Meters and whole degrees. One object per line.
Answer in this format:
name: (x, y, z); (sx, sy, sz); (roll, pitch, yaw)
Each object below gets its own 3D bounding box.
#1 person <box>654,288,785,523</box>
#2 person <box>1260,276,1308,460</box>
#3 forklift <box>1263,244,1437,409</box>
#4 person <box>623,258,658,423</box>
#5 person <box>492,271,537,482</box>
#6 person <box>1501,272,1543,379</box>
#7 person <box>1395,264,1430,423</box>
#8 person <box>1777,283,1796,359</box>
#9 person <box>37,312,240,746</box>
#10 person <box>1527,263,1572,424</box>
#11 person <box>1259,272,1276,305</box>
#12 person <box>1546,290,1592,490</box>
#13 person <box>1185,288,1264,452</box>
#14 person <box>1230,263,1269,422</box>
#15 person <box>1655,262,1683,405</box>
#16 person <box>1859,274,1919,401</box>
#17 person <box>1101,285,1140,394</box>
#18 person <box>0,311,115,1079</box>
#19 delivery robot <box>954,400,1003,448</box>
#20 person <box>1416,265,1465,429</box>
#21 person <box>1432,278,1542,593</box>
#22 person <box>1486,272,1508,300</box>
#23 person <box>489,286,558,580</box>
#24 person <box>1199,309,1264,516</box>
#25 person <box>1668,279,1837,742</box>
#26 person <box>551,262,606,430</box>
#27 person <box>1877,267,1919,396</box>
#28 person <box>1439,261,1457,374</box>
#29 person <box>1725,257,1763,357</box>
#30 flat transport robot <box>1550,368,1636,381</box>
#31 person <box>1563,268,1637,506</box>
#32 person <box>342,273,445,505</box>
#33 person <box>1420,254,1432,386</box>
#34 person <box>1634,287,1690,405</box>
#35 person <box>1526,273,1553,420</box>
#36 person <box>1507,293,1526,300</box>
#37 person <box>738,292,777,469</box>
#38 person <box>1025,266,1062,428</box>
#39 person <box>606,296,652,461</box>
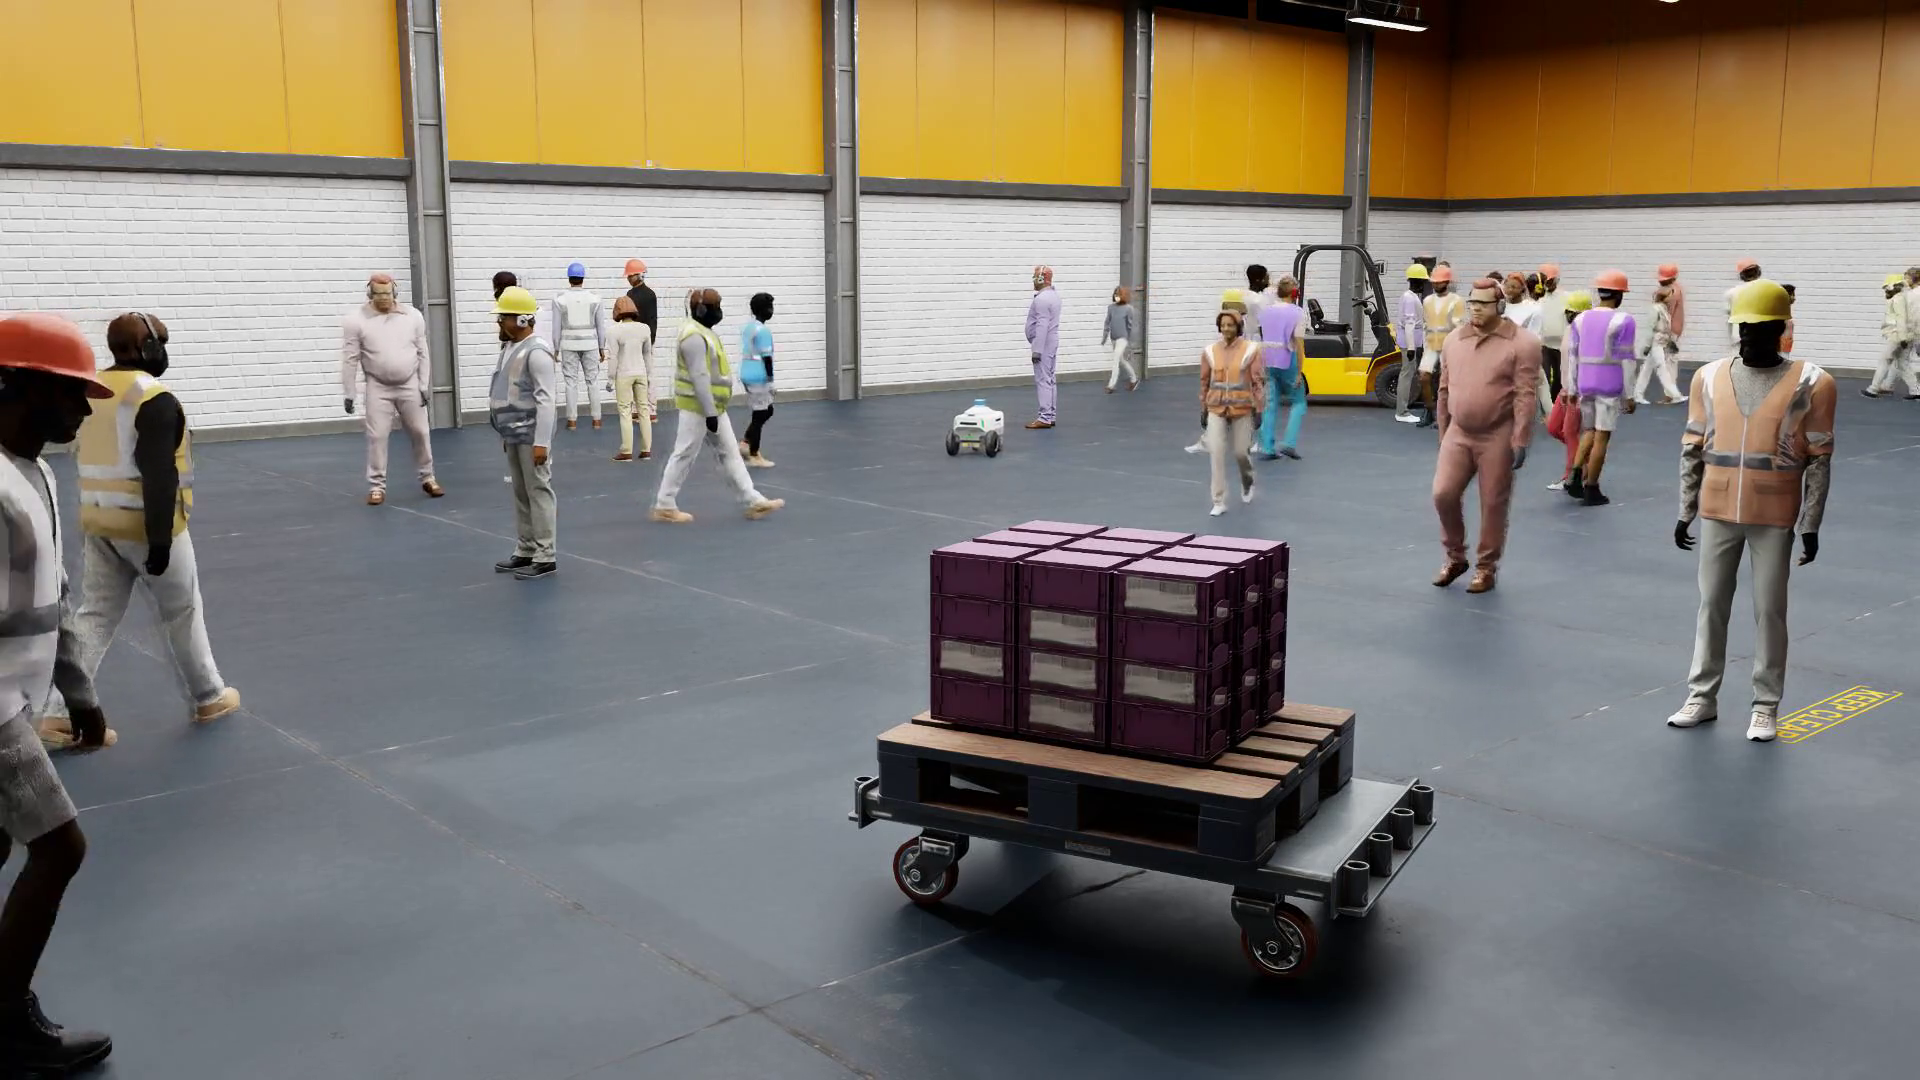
person: (-1.877, -1.008, 12.607); (1.000, 1.782, 0.632); (1, 10, 5)
person: (3.220, -1.691, 16.476); (0.529, 1.827, 0.576); (-9, 13, -44)
forklift: (5.256, -2.933, 22.661); (2.313, 2.155, 1.214); (3, 10, 16)
person: (-3.903, -2.414, 20.215); (0.380, 1.993, 0.610); (-9, 13, -43)
person: (-3.934, -1.446, 14.823); (0.441, 1.893, 0.622); (1, 10, 8)
person: (5.768, -1.846, 17.278); (0.582, 1.869, 0.561); (8, 12, 38)
person: (5.520, -2.396, 20.297); (0.377, 1.925, 0.594); (3, 10, 15)
person: (10.194, -2.374, 20.858); (0.530, 1.681, 0.537); (7, 12, 35)
person: (-3.483, -0.046, 6.962); (0.634, 1.801, 0.892); (5, 11, 26)
person: (7.218, -2.401, 20.300); (0.624, 1.945, 0.914); (3, 10, 20)
person: (4.335, -2.938, 23.771); (0.616, 1.822, 0.637); (0, 10, 1)
person: (5.304, -1.280, 14.319); (0.423, 1.730, 0.549); (0, 10, -1)
person: (2.814, -1.732, 17.085); (0.886, 1.697, 0.499); (-1, 10, -7)
person: (3.335, -2.244, 19.391); (0.713, 1.943, 0.606); (-4, 11, -23)
person: (9.703, -2.828, 22.816); (0.389, 1.948, 0.758); (5, 11, 25)
person: (13.111, -2.825, 23.295); (0.792, 1.774, 0.618); (9, 13, 42)
person: (2.397, -2.967, 24.593); (0.815, 1.602, 0.500); (-7, 12, -37)
person: (-2.352, 0.397, 4.065); (0.632, 1.882, 0.569); (-3, 10, -19)
delivery robot: (0.197, -1.192, 16.986); (0.477, 0.478, 0.707); (3, 10, 18)
person: (5.597, -2.239, 19.428); (0.553, 1.915, 0.582); (9, 13, 43)
person: (3.120, -0.614, 9.970); (0.655, 1.891, 0.466); (8, 13, 40)
person: (6.494, -2.335, 20.230); (0.521, 1.824, 0.917); (5, 11, 27)
person: (-2.745, -0.671, 10.470); (0.404, 1.835, 0.590); (-6, 12, -33)
person: (2.146, -1.017, 13.119); (0.525, 1.617, 0.633); (4, 10, 22)
person: (3.313, -0.123, 6.993); (0.594, 1.926, 0.366); (9, 13, 41)
person: (-4.439, -2.249, 19.376); (0.613, 1.945, 0.406); (-3, 10, -19)
person: (13.742, -2.975, 23.876); (1.073, 1.877, 0.654); (3, 10, 18)
person: (8.303, -3.841, 28.752); (0.378, 1.932, 0.628); (-8, 12, -37)
person: (9.866, -2.498, 20.670); (0.918, 2.001, 0.638); (-8, 13, -40)
flat transport robot: (9.954, -2.625, 26.483); (1.431, 0.197, 0.652); (6, 11, 31)
person: (5.215, -1.229, 13.485); (0.414, 1.922, 0.546); (-5, 11, -29)
person: (-4.671, -1.245, 13.702); (0.800, 1.886, 0.530); (-5, 11, -26)
person: (7.191, -3.403, 25.858); (0.378, 2.044, 0.608); (9, 13, 44)
person: (9.528, -2.604, 22.454); (0.853, 1.596, 0.523); (7, 12, 35)
person: (6.474, -2.054, 18.586); (0.944, 1.829, 0.515); (-1, 10, -6)
person: (6.350, -2.056, 19.175); (0.535, 1.618, 0.372); (6, 11, 31)
person: (-1.909, -1.513, 15.846); (0.364, 1.686, 0.545); (-3, 10, -19)
person: (0.967, -2.267, 19.602); (0.409, 1.907, 0.651); (3, 10, 16)
person: (-3.270, -1.592, 16.450); (0.498, 1.633, 0.278); (-9, 13, -42)
